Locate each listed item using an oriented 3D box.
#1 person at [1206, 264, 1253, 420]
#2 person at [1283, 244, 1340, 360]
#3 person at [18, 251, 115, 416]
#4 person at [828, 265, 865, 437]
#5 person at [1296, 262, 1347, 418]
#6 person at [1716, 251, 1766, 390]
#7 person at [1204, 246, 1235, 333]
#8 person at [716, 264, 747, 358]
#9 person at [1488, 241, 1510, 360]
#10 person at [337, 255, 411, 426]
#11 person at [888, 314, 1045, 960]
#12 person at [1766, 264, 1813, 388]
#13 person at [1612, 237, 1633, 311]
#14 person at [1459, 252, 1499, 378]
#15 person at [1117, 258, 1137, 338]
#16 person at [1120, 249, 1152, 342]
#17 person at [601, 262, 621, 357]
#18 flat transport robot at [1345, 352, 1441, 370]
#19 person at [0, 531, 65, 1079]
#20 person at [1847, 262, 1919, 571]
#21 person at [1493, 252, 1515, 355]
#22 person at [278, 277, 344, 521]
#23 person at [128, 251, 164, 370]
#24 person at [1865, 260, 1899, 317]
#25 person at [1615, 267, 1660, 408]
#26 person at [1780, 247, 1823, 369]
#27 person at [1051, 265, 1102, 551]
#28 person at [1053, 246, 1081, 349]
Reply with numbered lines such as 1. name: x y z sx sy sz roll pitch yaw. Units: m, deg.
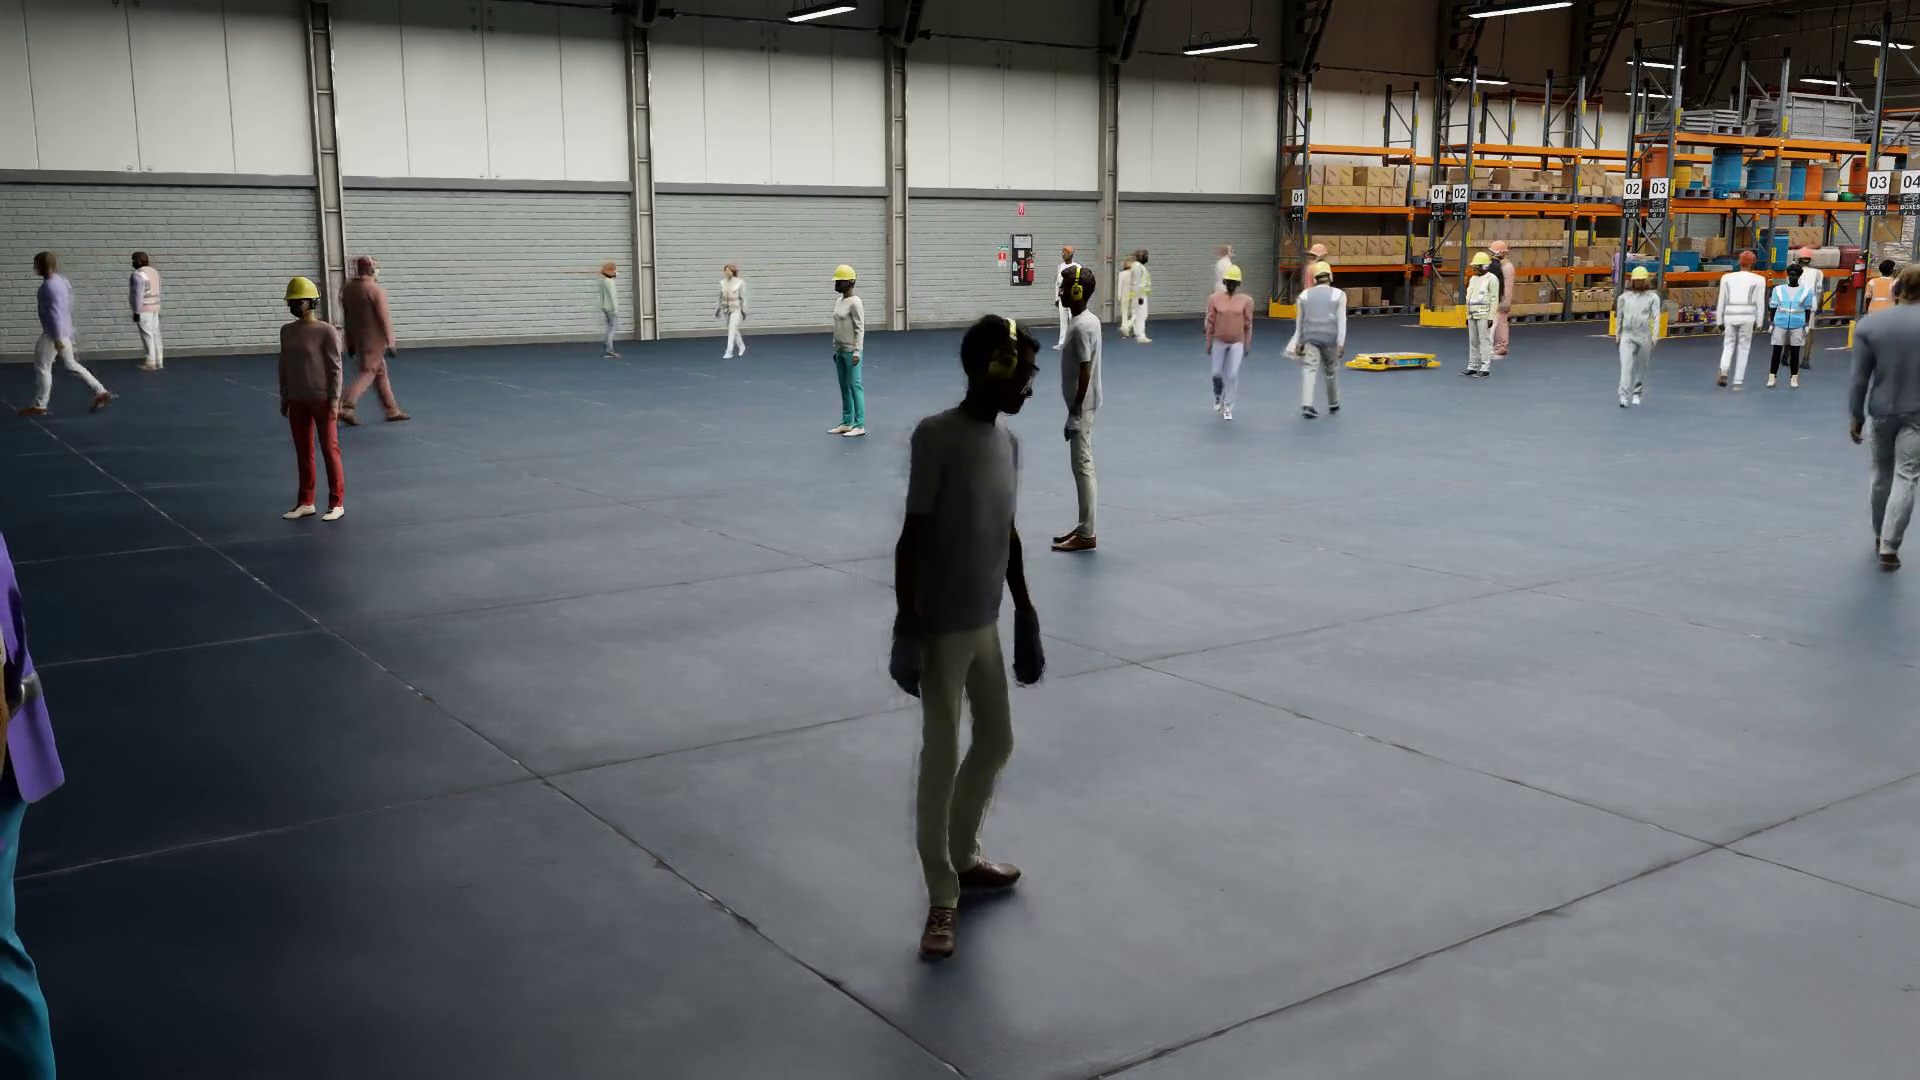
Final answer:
1. person: 3.054 -2.245 18.864 0.522 1.750 0.508 2 11 11
2. person: 5.898 -3.972 27.814 1.028 1.950 0.614 0 10 0
3. person: -10.392 -2.384 19.228 0.963 1.904 0.643 -4 11 -20
4. person: -1.179 -1.957 17.239 0.310 1.768 0.533 -6 12 -30
5. person: 4.137 -2.296 19.087 0.607 1.777 0.957 5 12 27
6. person: 10.457 -2.931 22.284 0.594 1.869 0.429 8 13 39
7. person: 5.642 -5.276 35.190 0.989 1.859 0.652 -2 10 -10
8. person: -3.883 -3.928 28.489 0.519 1.610 0.805 5 12 26
9. person: 9.002 -4.030 28.006 0.406 1.985 0.647 1 10 6
10. person: -6.497 -2.189 18.253 0.657 1.865 0.980 8 13 37
11. person: 0.006 0.267 4.887 0.348 1.834 0.653 8 13 37
12. person: 11.317 -2.916 22.698 0.533 1.693 0.319 5 12 27
13. person: 15.483 -6.034 38.831 0.370 2.044 0.608 -5 11 -25
14. person: 7.605 -3.287 24.358 0.404 1.827 0.599 -4 11 -20
15. person: 3.453 -4.929 33.933 0.506 1.623 0.298 -3 11 -16
16. person: 3.471 -4.774 32.528 0.549 1.824 0.632 2 11 12
17. person: -5.981 -3.959 28.617 0.353 1.617 0.520 -5 11 -25
18. flat transport robot: 6.785 -2.811 26.021 1.431 0.197 0.652 -6 12 -30
19. person: -2.033 0.537 3.345 0.390 1.847 0.563 -10 14 -42
20. person: 5.978 -0.793 10.510 0.633 1.887 1.003 8 13 37
21. person: 9.471 -4.189 29.164 0.415 1.887 0.693 0 10 -2
22. person: -4.724 -1.017 12.088 0.522 1.768 0.312 3 11 17
23. person: -12.640 -3.555 25.803 0.429 1.840 0.633 0 10 3
24. person: 14.663 -3.600 26.437 0.316 1.695 0.542 -9 13 -39
25. person: 8.229 -2.467 20.217 0.503 1.691 0.897 5 12 26
26. person: 13.279 -3.659 26.252 0.553 1.883 1.002 2 11 12
27. person: 0.765 -0.856 10.915 0.328 1.873 0.519 2 10 8
28. person: 1.958 -4.399 30.310 0.576 1.882 0.355 10 14 44
